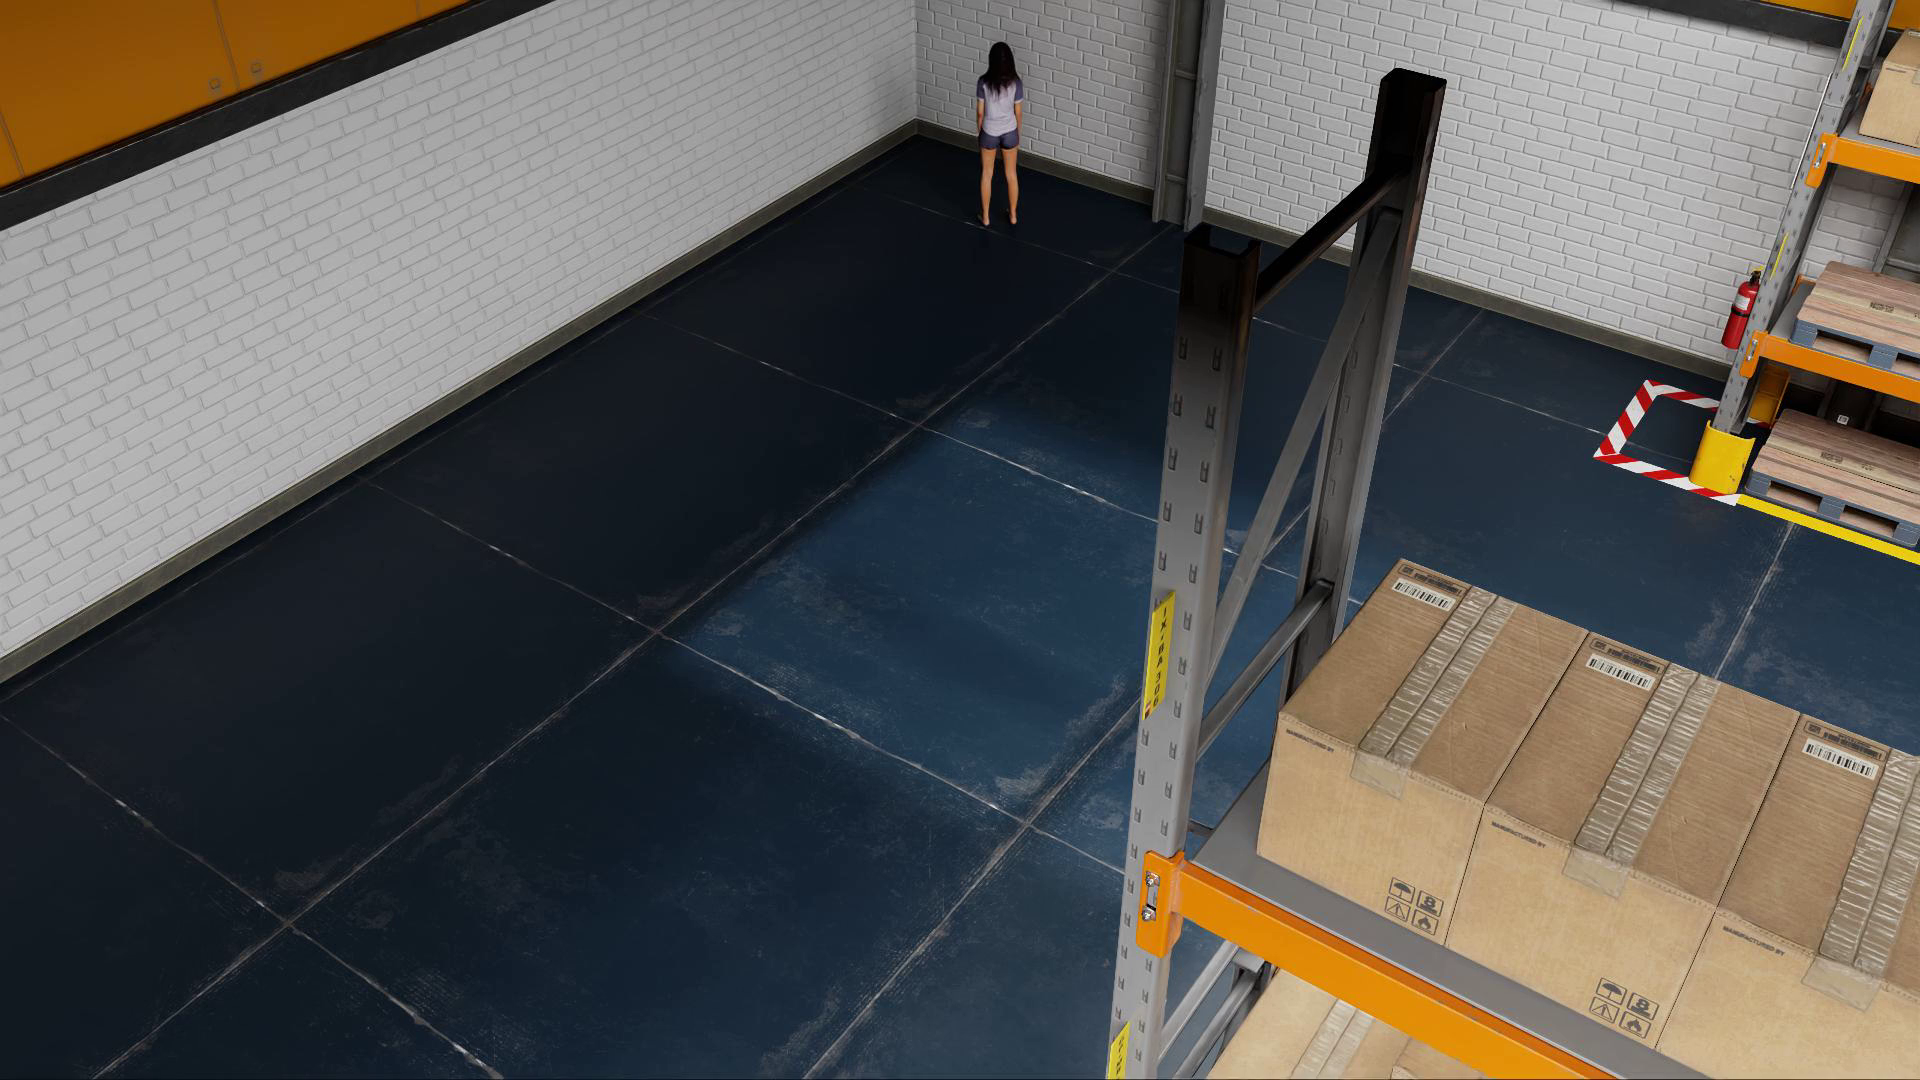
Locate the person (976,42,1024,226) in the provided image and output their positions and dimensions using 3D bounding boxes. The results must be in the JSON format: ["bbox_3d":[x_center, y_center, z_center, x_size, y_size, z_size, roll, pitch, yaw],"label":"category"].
[{"bbox_3d":[0.359,-3.737,15.327,0.636,1.730,0.711,-4,39,-4],"label":"person"}]
